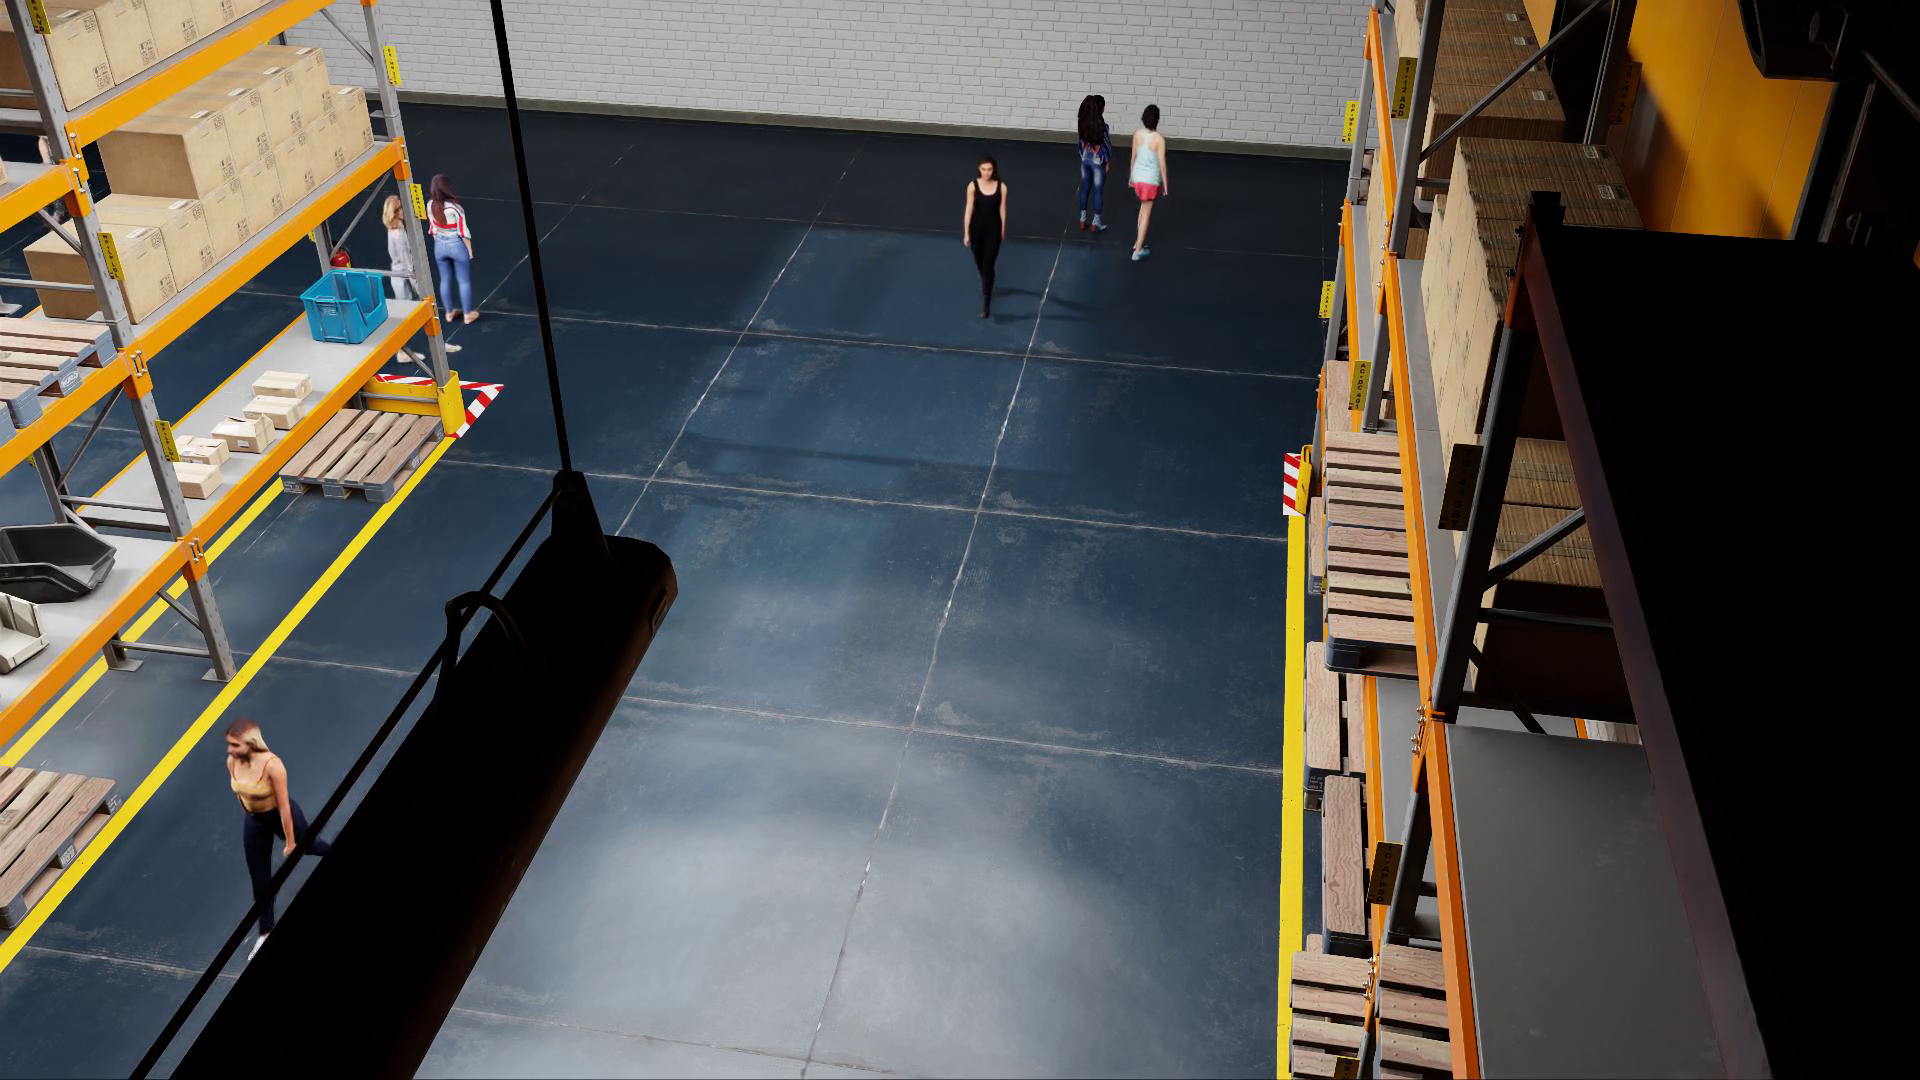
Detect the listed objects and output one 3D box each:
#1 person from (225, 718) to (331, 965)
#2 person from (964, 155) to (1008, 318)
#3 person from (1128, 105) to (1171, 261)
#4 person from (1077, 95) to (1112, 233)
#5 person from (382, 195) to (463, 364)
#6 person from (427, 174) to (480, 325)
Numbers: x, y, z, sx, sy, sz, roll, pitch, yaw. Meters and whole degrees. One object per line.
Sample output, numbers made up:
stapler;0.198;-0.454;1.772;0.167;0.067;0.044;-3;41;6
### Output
person;-4.140;1.701;10.190;0.657;1.583;1.167;9;35;14
person;0.266;-3.283;17.627;0.678;1.650;1.170;2;34;3
person;2.024;-3.954;18.541;0.765;1.756;0.801;26;41;33
person;1.557;-4.388;19.320;0.693;1.616;0.713;26;42;34
person;-5.556;-2.538;16.395;0.867;1.773;0.902;-8;34;-11
person;-5.292;-3.023;17.273;0.589;1.608;0.494;6;34;9
